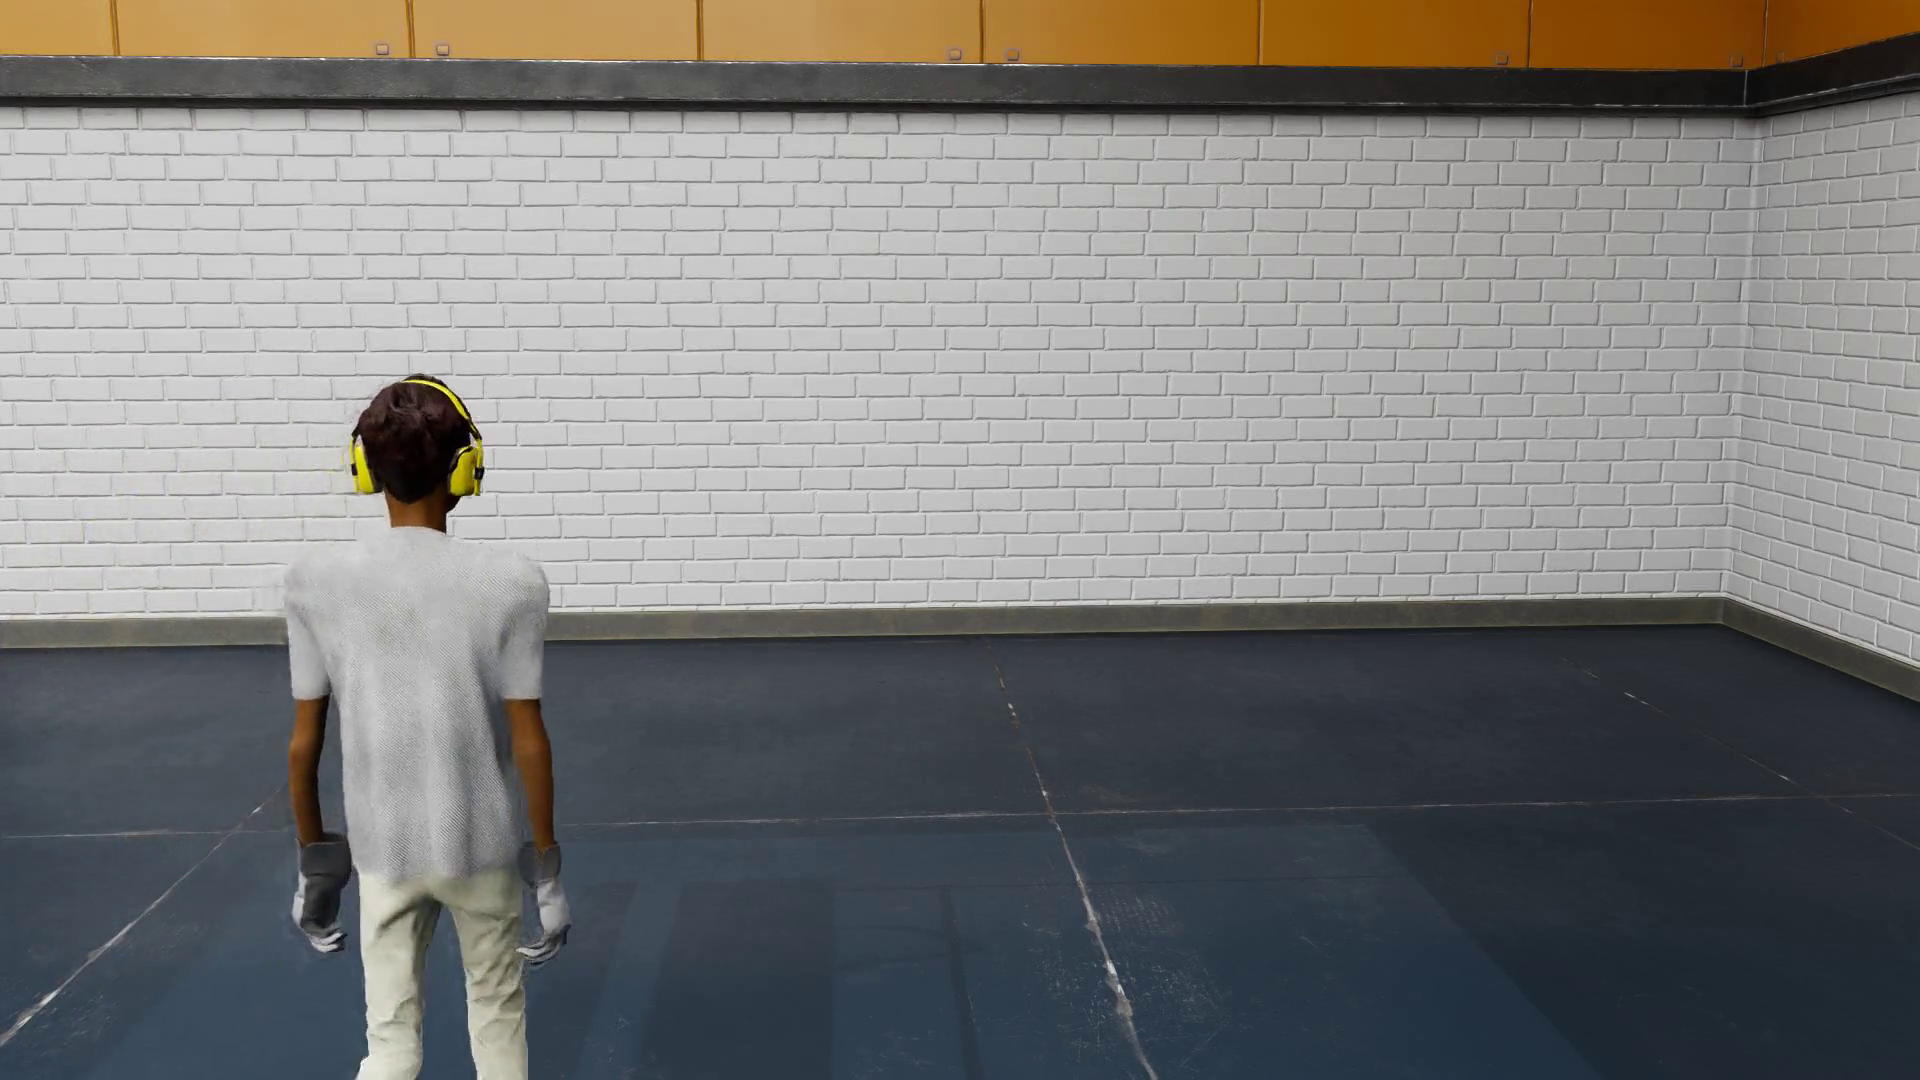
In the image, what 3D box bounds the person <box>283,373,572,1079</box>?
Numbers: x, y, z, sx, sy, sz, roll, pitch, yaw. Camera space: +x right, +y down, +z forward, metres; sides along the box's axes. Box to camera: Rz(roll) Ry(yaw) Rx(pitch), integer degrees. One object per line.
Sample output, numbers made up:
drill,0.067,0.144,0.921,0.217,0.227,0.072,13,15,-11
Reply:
person,-1.007,0.619,3.116,0.528,1.849,0.779,0,9,-2
